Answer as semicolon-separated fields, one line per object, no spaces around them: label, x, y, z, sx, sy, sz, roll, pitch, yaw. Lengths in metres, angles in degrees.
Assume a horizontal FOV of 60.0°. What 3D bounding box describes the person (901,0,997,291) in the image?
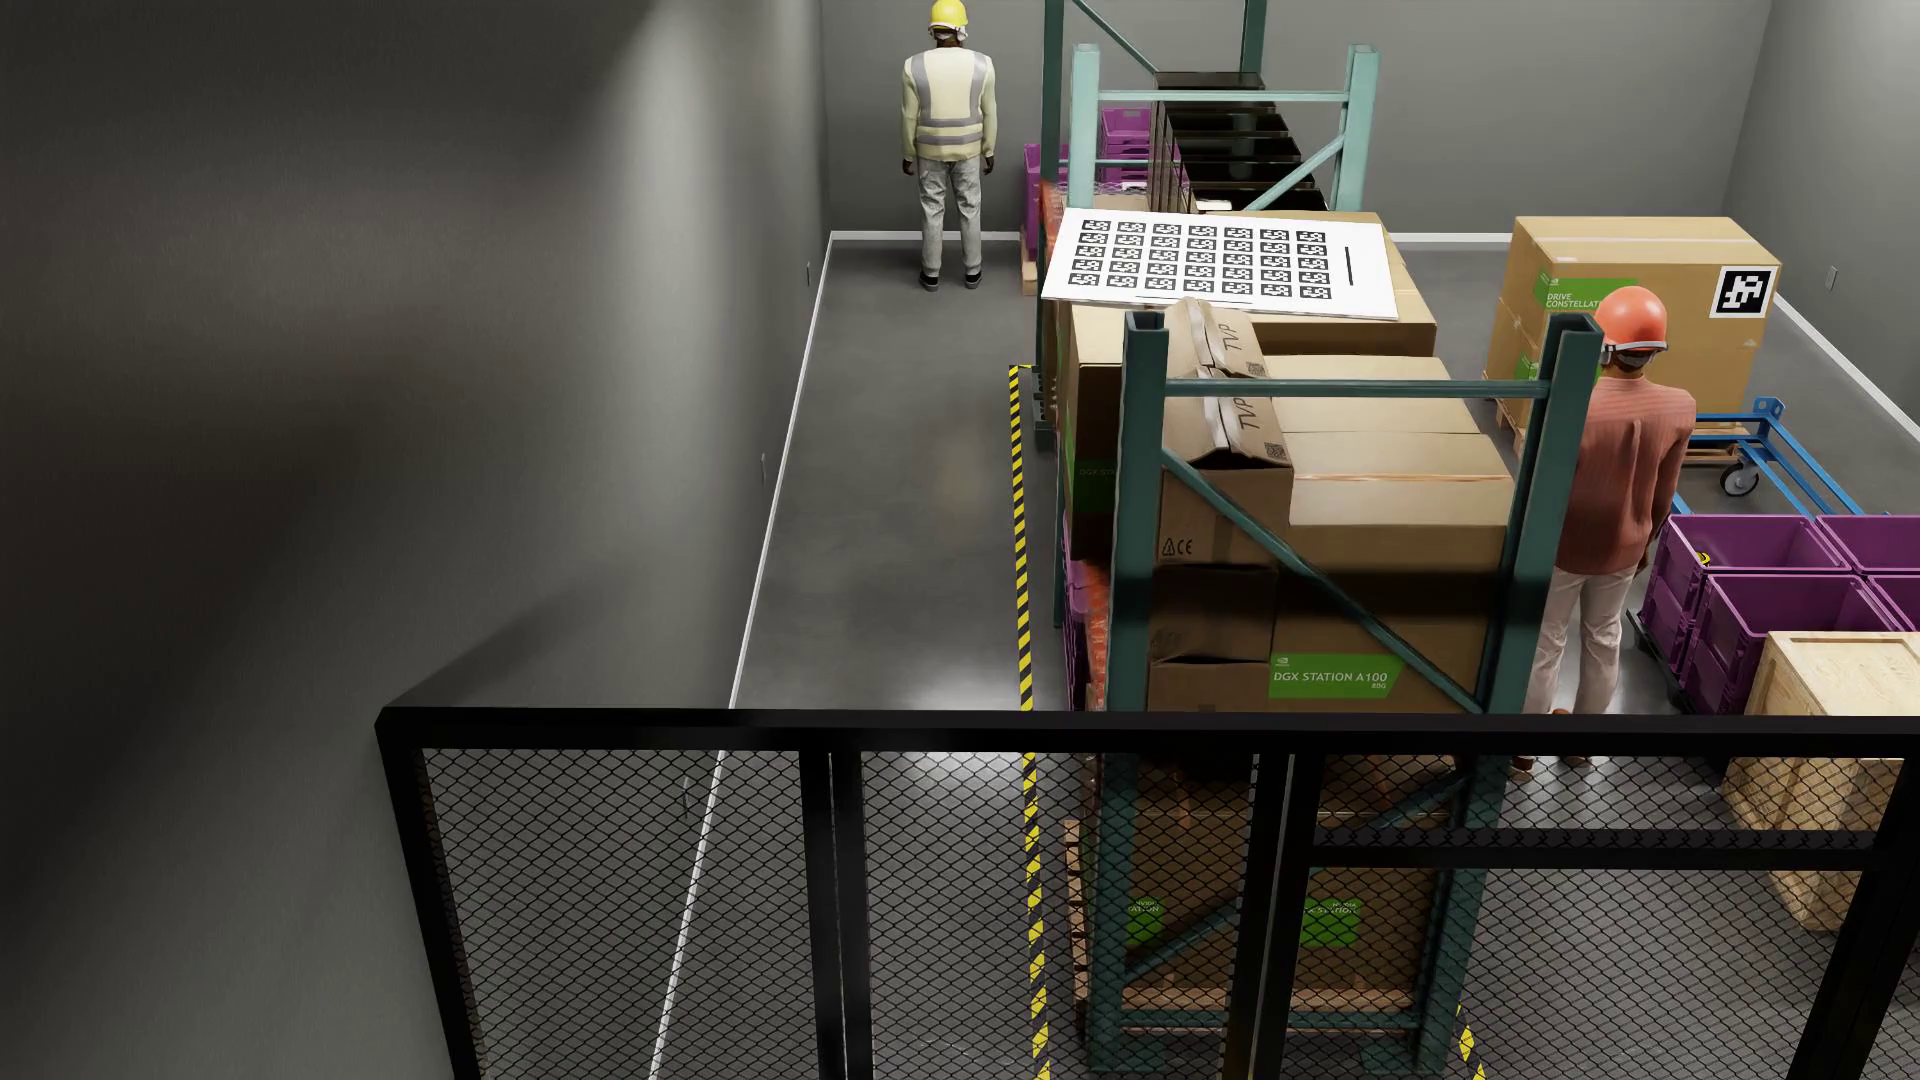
person;-0.072;-2.459;10.403;0.602;1.828;0.404;-3;31;-6

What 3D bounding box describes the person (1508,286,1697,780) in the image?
person;2.307;0.010;6.145;0.609;1.995;0.376;-7;32;-12
